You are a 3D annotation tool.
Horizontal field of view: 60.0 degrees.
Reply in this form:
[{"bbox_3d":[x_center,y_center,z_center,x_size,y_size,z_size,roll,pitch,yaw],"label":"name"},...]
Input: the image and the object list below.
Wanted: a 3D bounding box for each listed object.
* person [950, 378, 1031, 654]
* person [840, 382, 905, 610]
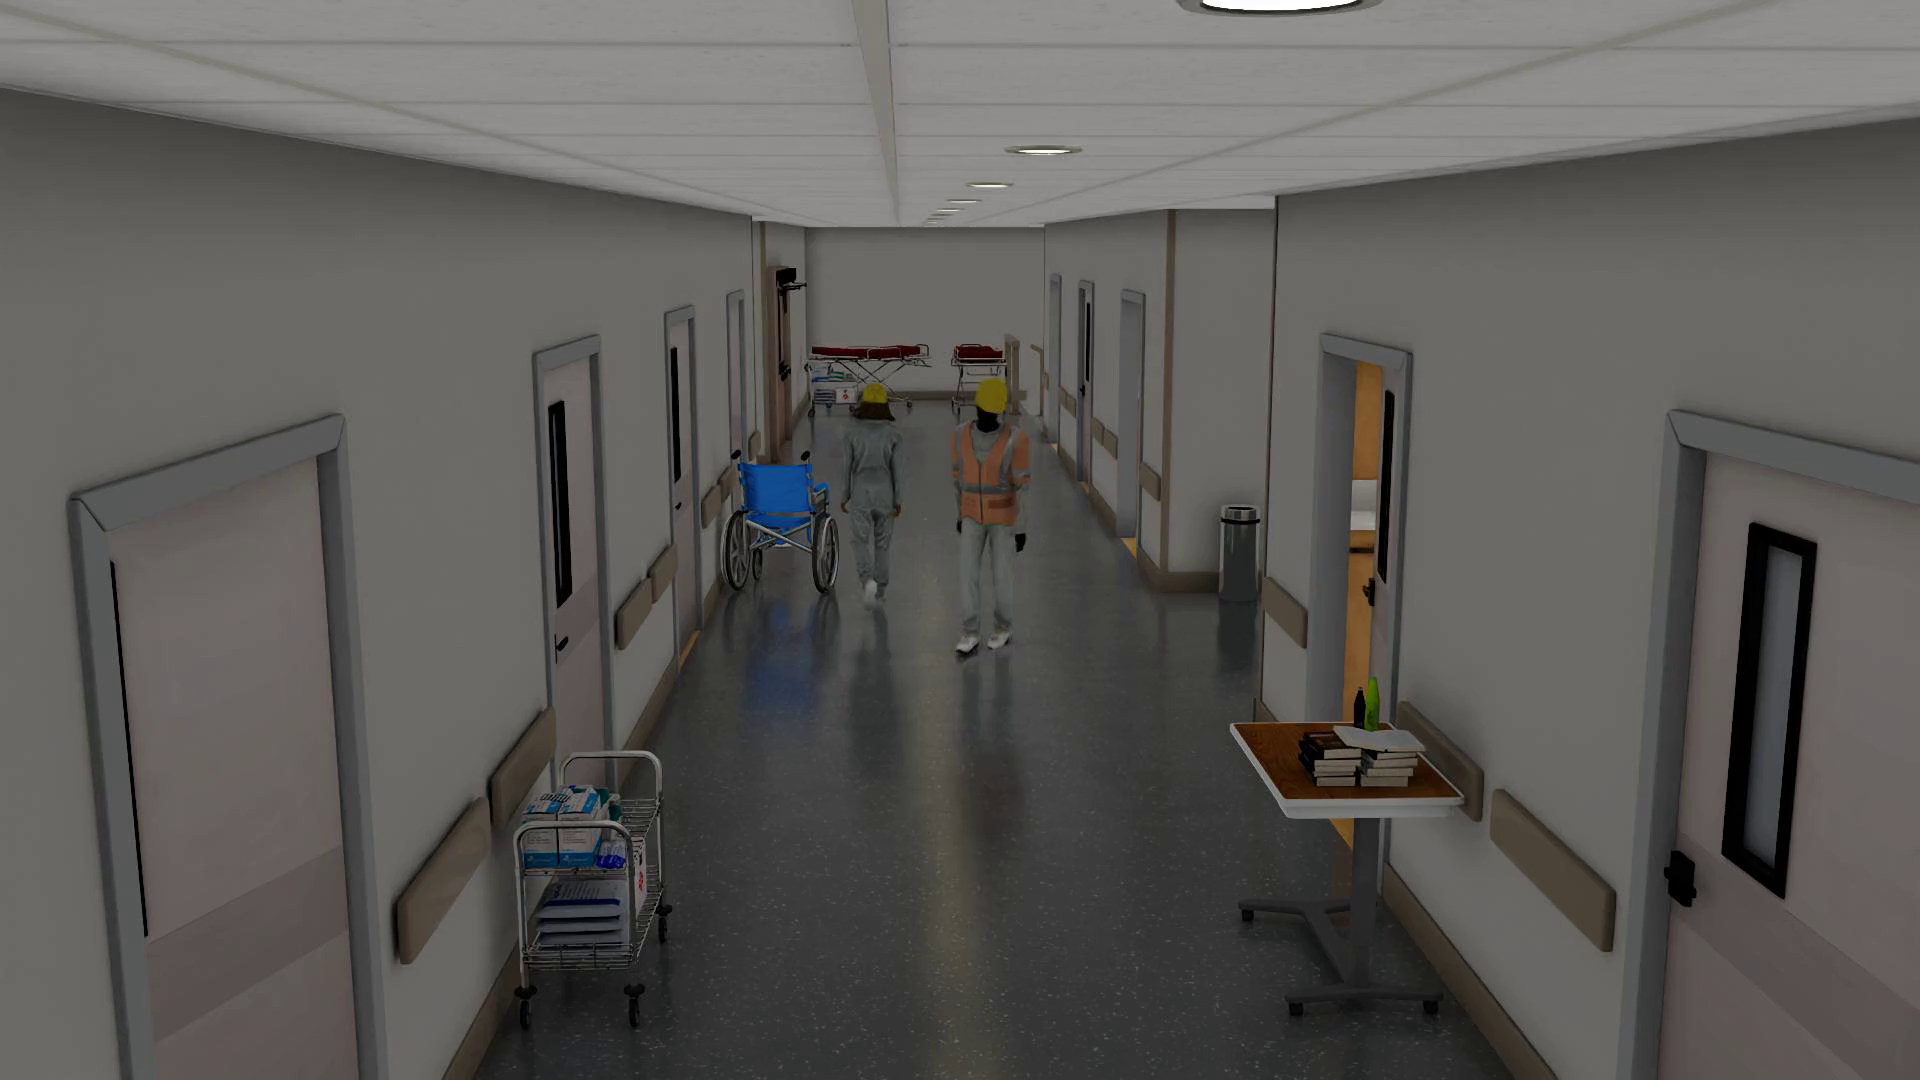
[{"bbox_3d":[0.205,-0.157,11.173,0.601,1.878,0.712,4,11,20],"label":"person"},{"bbox_3d":[-0.649,-0.324,12.537,0.489,1.722,0.696,-1,10,-7],"label":"person"}]
